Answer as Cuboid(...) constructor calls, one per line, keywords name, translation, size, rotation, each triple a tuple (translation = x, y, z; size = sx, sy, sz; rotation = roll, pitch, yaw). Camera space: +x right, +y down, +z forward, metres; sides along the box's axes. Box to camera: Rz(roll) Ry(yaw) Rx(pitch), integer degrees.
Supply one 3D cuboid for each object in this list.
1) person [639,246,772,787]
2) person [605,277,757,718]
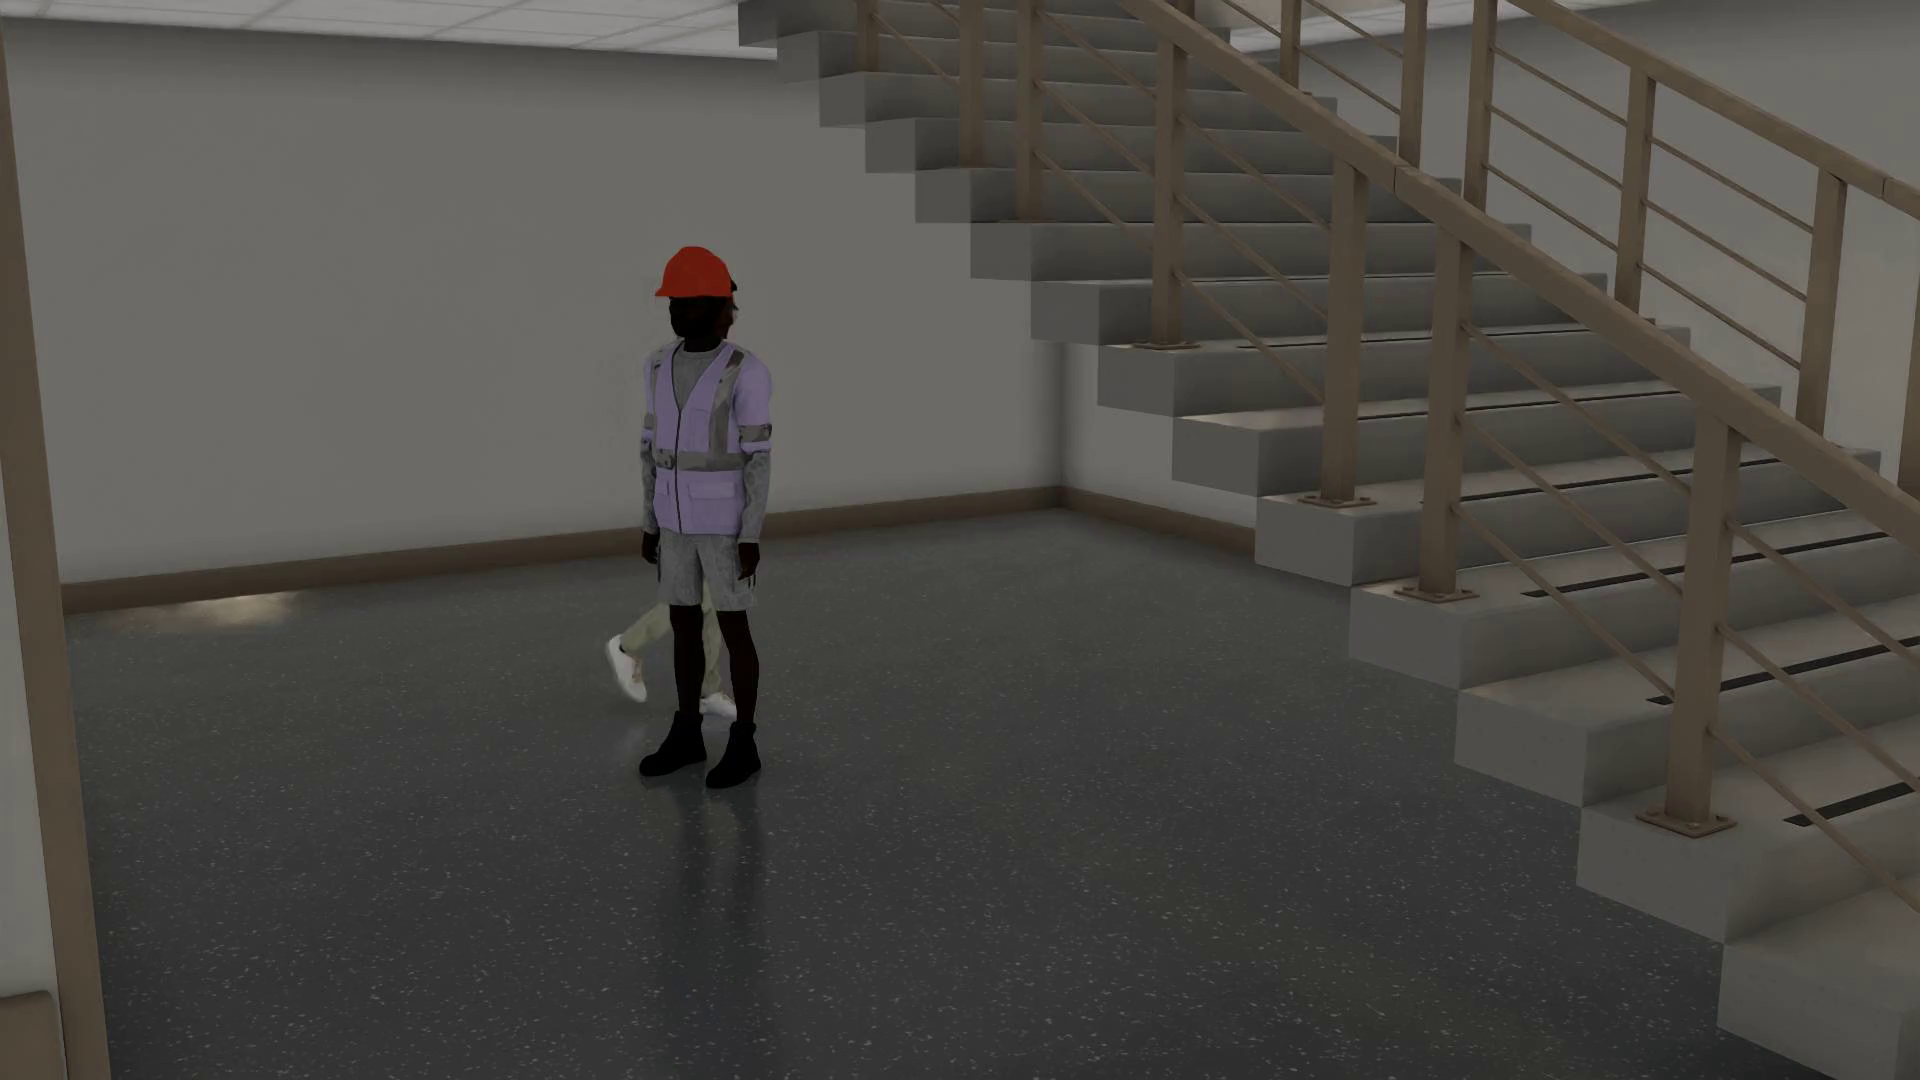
Cuboid(name="person", translation=(-0.934, -0.077, 6.011), size=(0.545, 1.942, 0.349), rotation=(6, 12, 28))
Cuboid(name="person", translation=(-1.128, -0.176, 6.798), size=(0.540, 1.847, 0.515), rotation=(4, 12, 21))
